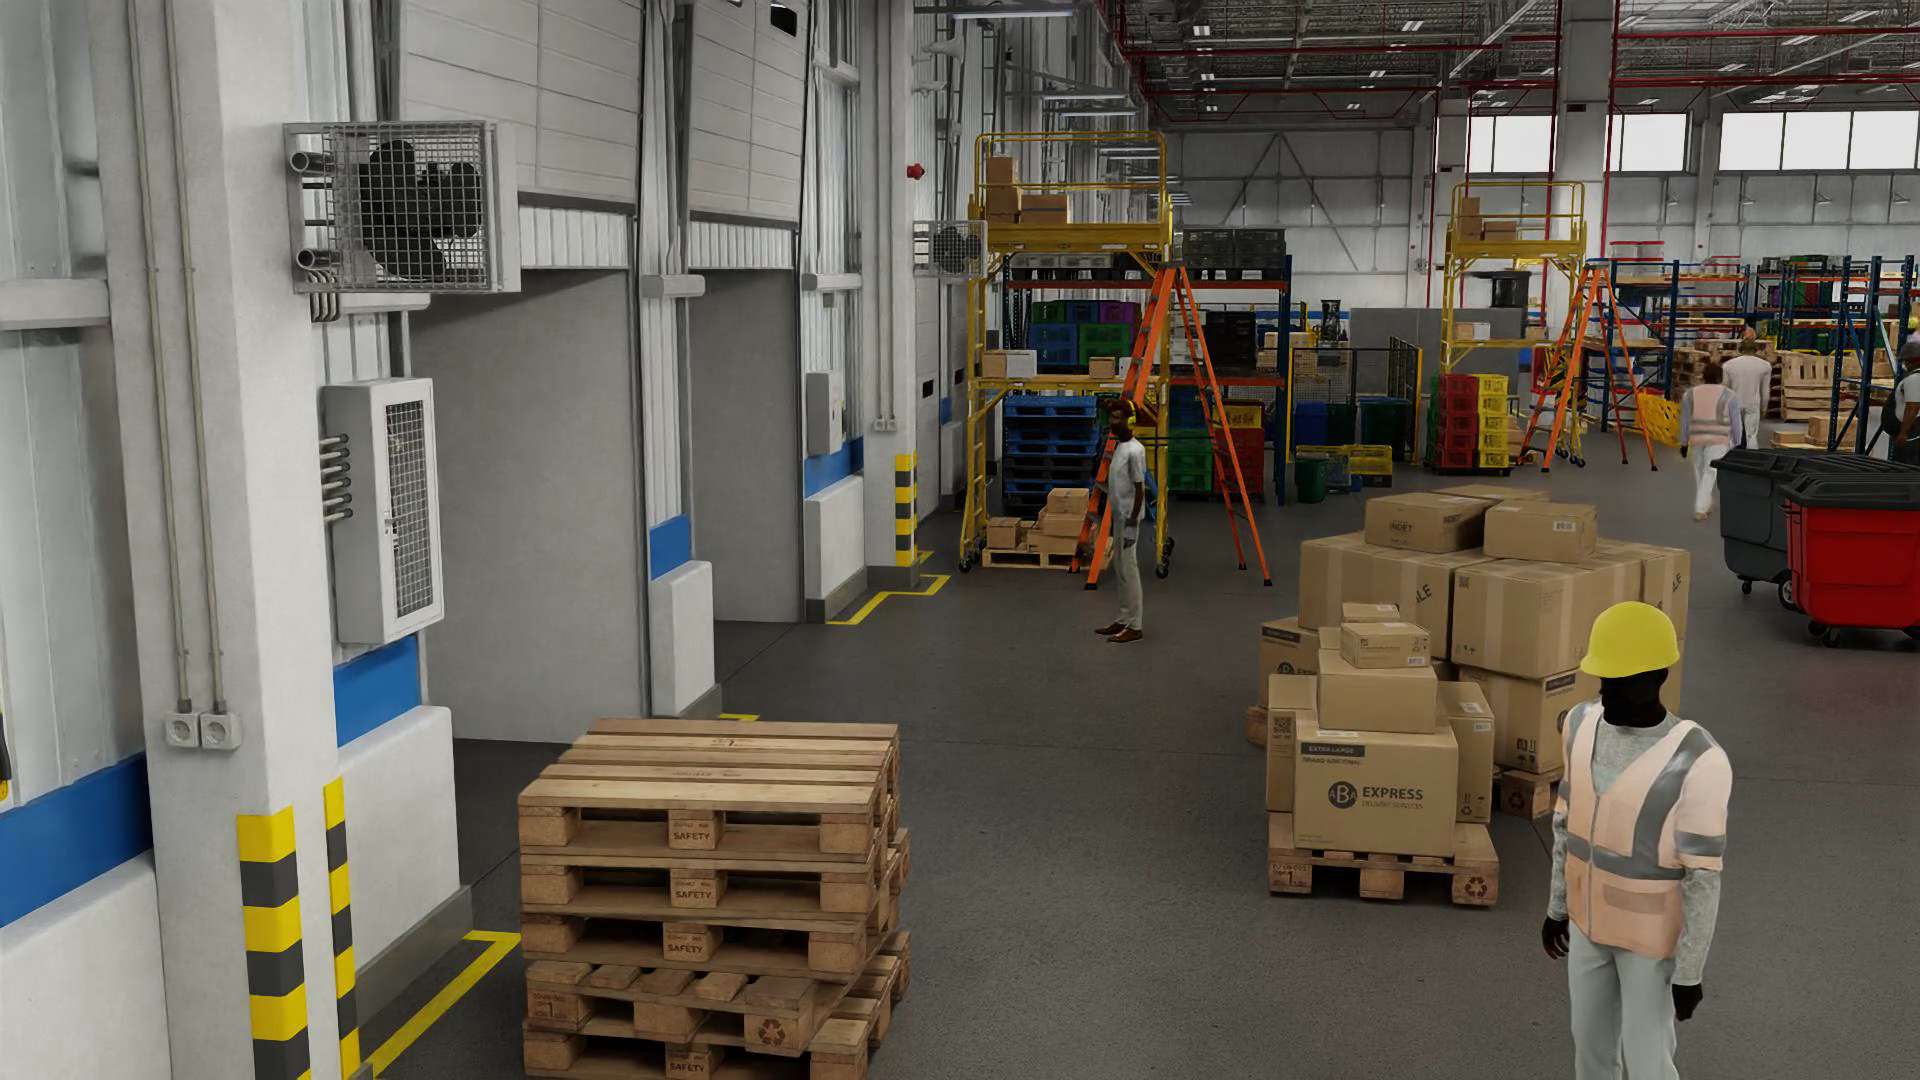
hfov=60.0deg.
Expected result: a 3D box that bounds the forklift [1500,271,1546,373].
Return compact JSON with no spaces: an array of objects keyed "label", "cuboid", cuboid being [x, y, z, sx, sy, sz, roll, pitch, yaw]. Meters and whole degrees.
[{"label":"forklift","cuboid":[15.164,-5.958,45.509,1.873,2.768,1.129,-3,10,-17]}]

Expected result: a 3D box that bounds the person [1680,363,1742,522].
[{"label":"person","cuboid":[8.588,-1.121,19.034,0.962,1.797,0.620,-8,12,-42]}]

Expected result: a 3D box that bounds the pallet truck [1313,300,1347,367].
[{"label":"pallet truck","cuboid":[11.159,-6.200,49.718,0.823,1.965,1.885,4,10,26]}]

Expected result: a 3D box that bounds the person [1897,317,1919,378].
[{"label":"person","cuboid":[19.563,-3.651,34.365,0.384,1.888,0.712,-1,9,-4]}]

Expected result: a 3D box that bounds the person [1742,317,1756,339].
[{"label":"person","cuboid":[19.982,-4.812,42.181,0.334,1.666,0.605,2,9,13]}]

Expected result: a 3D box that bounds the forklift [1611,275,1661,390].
[{"label":"forklift","cuboid":[15.642,-4.927,39.155,1.873,2.768,1.129,5,10,28]}]

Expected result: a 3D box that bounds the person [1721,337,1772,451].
[{"label":"person","cuboid":[10.875,-1.845,23.079,0.629,1.932,0.366,3,10,20]}]

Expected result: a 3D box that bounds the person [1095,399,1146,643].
[{"label":"person","cuboid":[1.248,-0.148,12.772,0.323,1.876,0.530,-2,9,-11]}]

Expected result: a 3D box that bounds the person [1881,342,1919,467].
[{"label":"person","cuboid":[11.041,-1.307,19.409,0.536,2.000,0.676,9,13,42]}]

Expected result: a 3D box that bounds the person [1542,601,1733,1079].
[{"label":"person","cuboid":[1.928,1.117,4.847,0.395,1.918,0.585,-4,10,-23]}]
